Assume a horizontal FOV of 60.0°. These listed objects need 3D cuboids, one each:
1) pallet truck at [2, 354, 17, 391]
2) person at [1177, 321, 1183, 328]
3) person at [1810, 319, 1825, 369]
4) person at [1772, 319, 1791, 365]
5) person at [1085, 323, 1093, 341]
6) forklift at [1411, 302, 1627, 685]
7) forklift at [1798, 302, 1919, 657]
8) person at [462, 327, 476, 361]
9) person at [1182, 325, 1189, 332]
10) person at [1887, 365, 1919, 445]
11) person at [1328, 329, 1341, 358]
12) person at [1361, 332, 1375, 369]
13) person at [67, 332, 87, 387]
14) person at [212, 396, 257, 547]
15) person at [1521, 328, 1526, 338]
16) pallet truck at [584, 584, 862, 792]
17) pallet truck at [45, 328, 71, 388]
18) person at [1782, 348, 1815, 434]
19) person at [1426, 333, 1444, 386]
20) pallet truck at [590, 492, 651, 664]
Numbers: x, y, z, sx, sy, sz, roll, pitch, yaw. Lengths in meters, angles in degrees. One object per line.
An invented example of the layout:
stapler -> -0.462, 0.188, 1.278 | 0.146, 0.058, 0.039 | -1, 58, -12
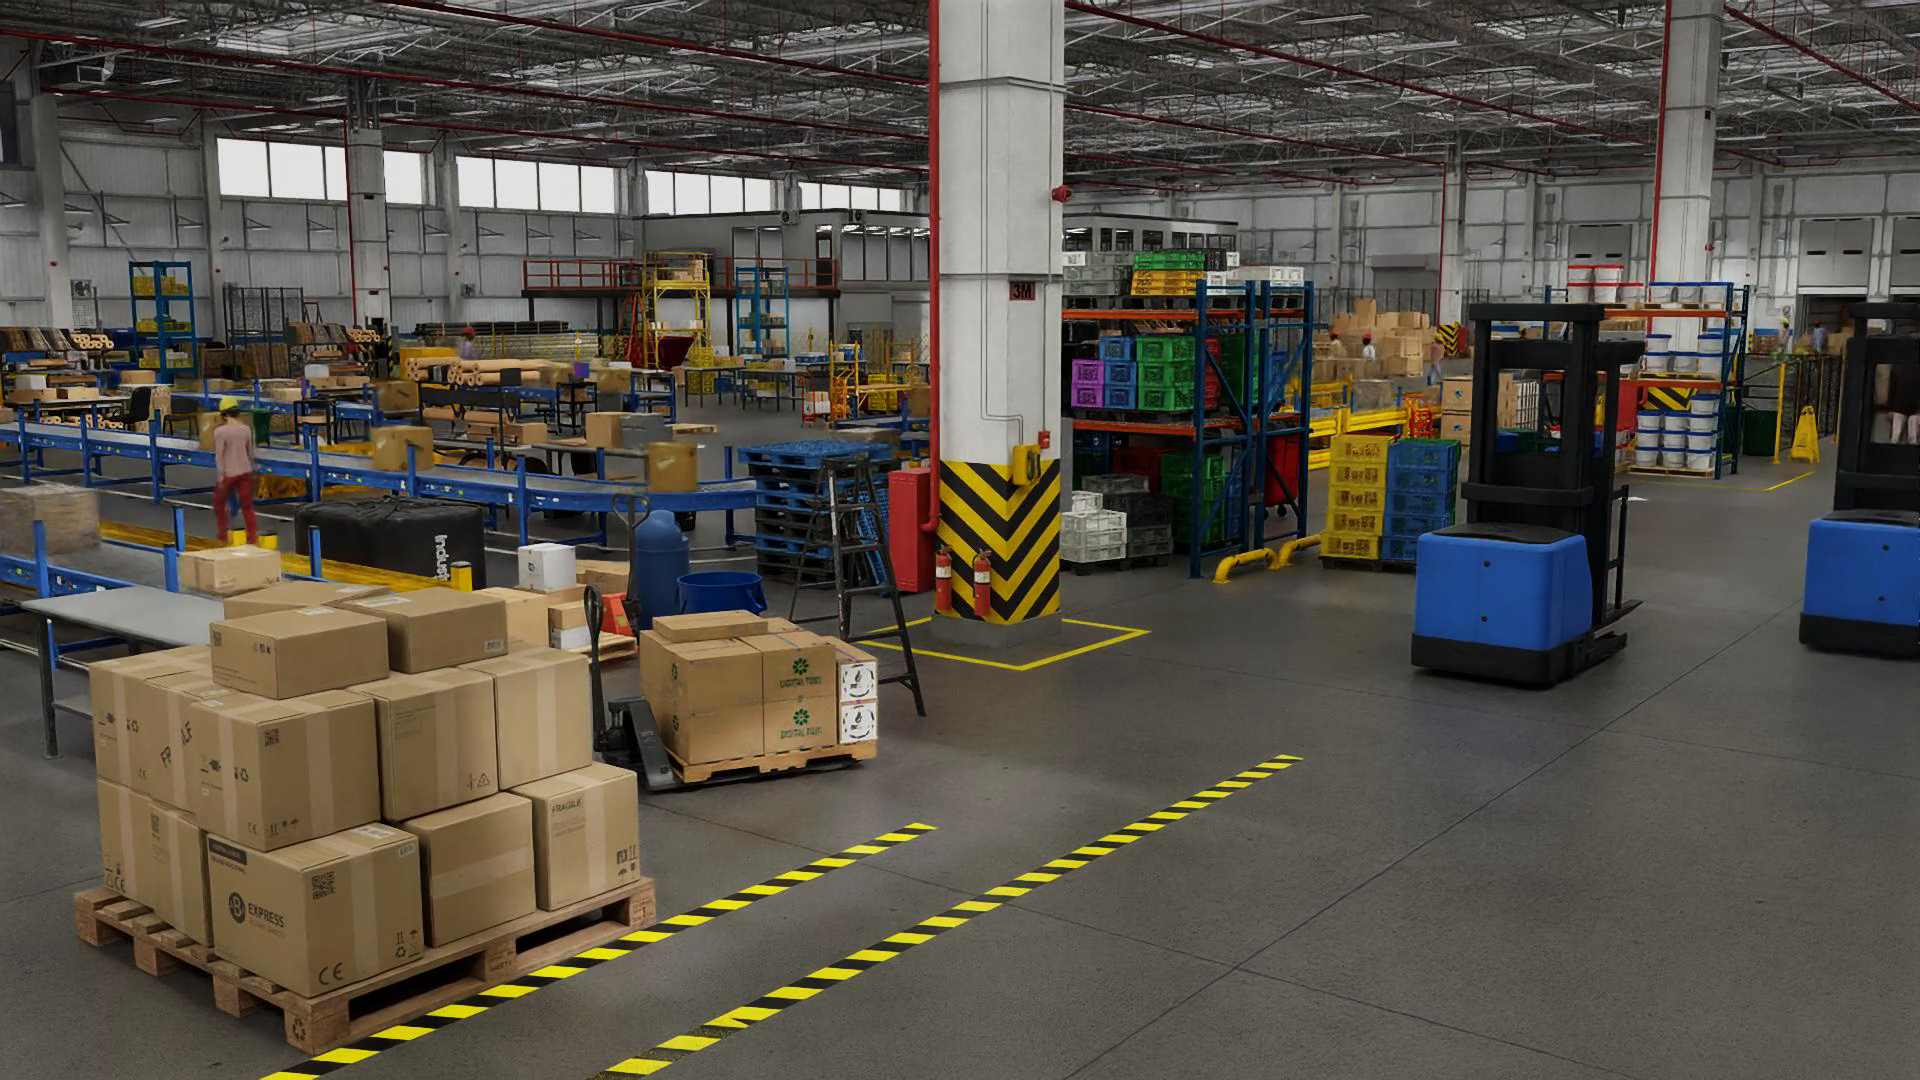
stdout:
pallet truck -> -24.881, -4.417, 42.634 | 1.885, 1.965, 0.823 | 8, 11, 41
person -> 7.517, -6.566, 57.289 | 0.629, 1.943, 0.676 | -2, 9, -12
person -> 32.923, -7.540, 63.945 | 0.410, 1.917, 0.564 | -1, 9, -8
person -> 33.231, -7.981, 67.088 | 0.600, 1.880, 1.010 | -3, 9, -22
person -> 4.682, -7.014, 60.707 | 0.420, 1.827, 0.533 | 0, 8, 3
forklift -> 4.379, -0.438, 12.852 | 1.129, 2.768, 1.873 | 7, 11, 37
forklift -> 7.740, -0.556, 13.648 | 1.129, 2.768, 1.873 | 6, 11, 37
person -> -12.832, -4.549, 43.420 | 0.490, 2.031, 0.605 | -3, 9, -21
person -> 7.291, -6.018, 53.870 | 0.317, 1.867, 0.531 | 4, 9, 26
person -> 15.659, -2.167, 27.471 | 0.612, 1.997, 0.375 | 3, 9, 22
person -> 10.605, -5.037, 47.201 | 0.986, 1.885, 0.563 | 4, 10, 28
person -> 10.616, -4.435, 43.080 | 0.878, 1.916, 0.550 | 6, 10, 35
person -> -22.459, -4.315, 42.259 | 0.649, 1.906, 0.401 | 5, 10, 29
person -> -8.217, -0.741, 18.705 | 0.684, 1.742, 0.546 | 4, 9, 25
person -> 16.733, -5.380, 49.574 | 0.613, 1.860, 0.985 | -4, 9, -24
pallet truck -> -1.426, 0.805, 10.019 | 1.601, 1.201, 0.680 | -4, 9, -26
pallet truck -> -23.775, -4.544, 43.495 | 1.885, 1.965, 0.823 | 6, 10, 35
person -> 17.076, -3.008, 33.854 | 0.599, 1.795, 0.911 | -2, 9, -13
person -> 13.909, -5.191, 48.801 | 0.520, 1.740, 0.549 | 1, 8, 6
pallet truck -> -3.115, 0.344, 12.883 | 0.653, 1.274, 1.630 | 7, 11, 37
